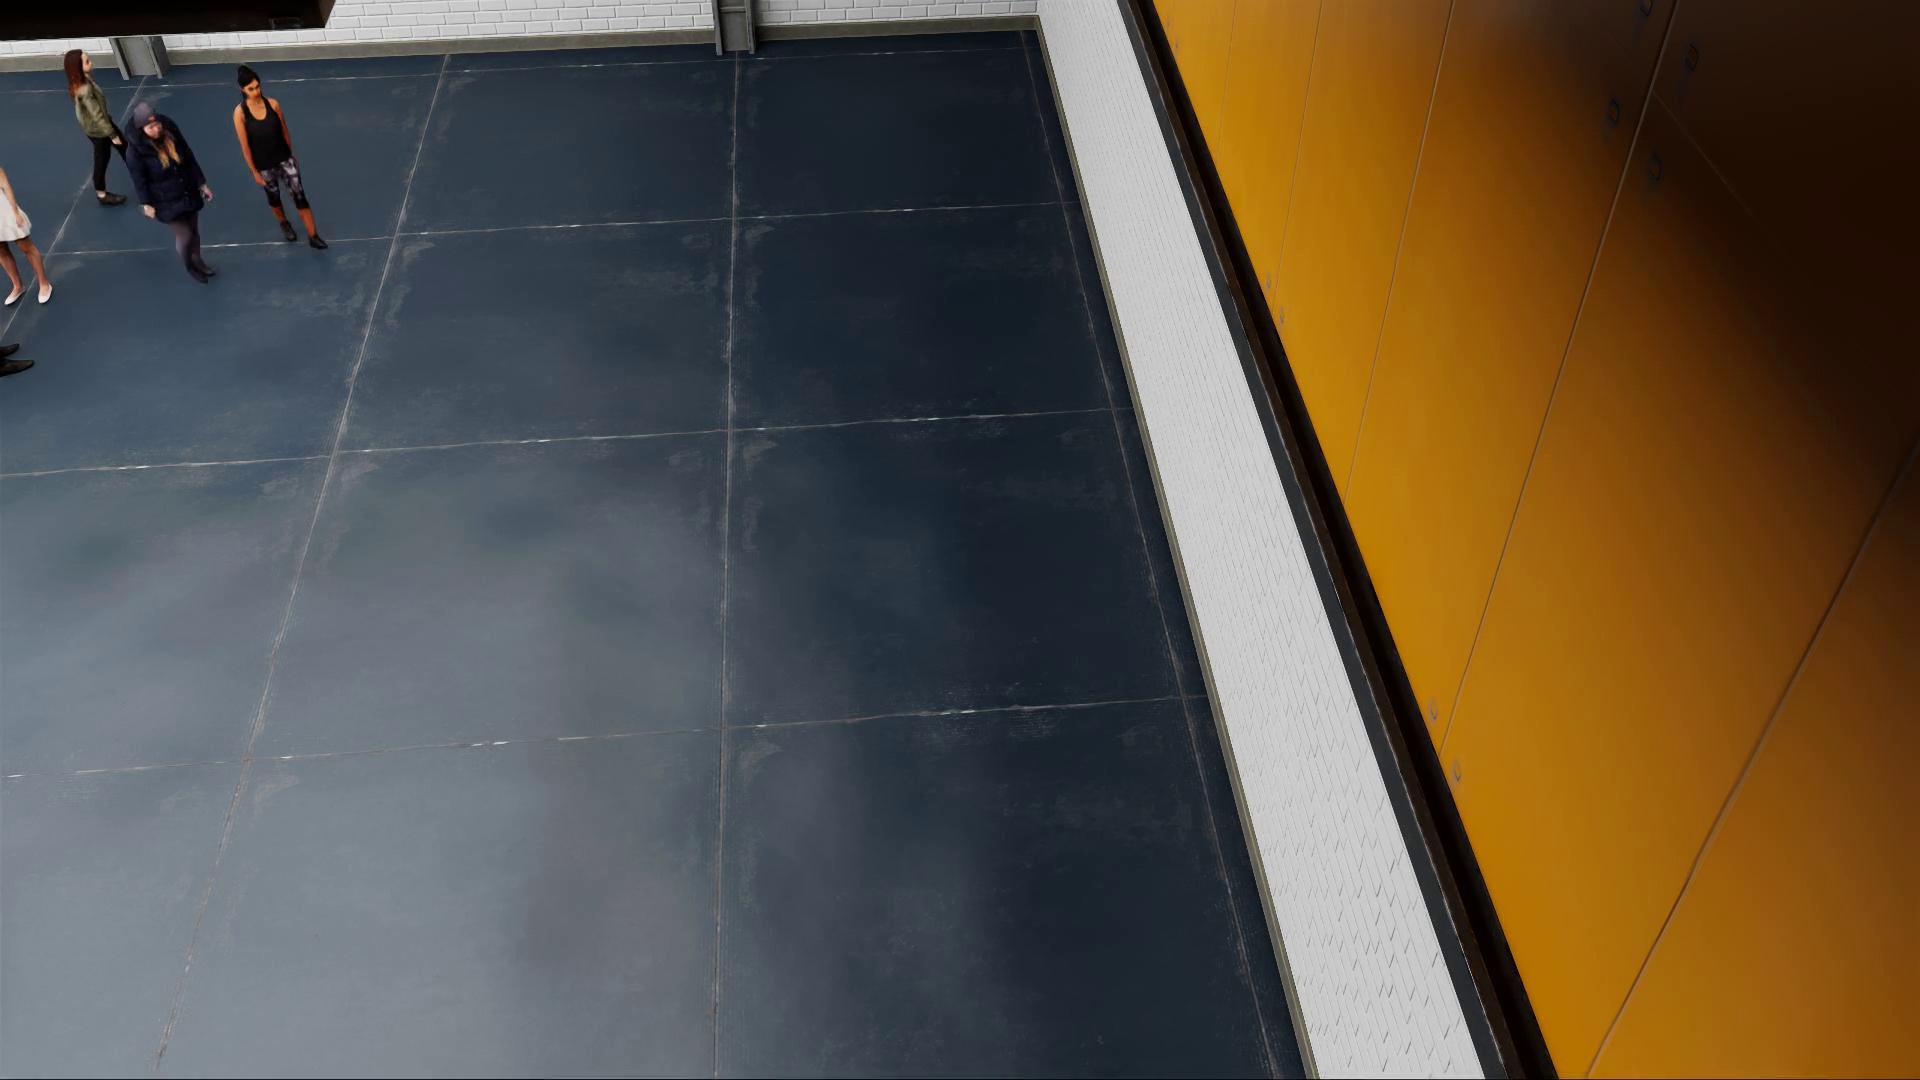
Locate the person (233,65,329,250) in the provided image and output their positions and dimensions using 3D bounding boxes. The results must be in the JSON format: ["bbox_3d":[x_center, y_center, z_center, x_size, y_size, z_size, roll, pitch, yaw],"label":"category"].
[{"bbox_3d":[-5.938,-3.289,14.243,0.969,1.646,0.956,-29,51,-27],"label":"person"}]

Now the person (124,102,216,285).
[{"bbox_3d":[-6.594,-2.907,13.830,0.841,1.662,0.802,21,48,21],"label":"person"}]

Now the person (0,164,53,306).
[{"bbox_3d":[-7.880,-2.707,13.584,0.479,1.711,0.619,-2,44,-2],"label":"person"}]

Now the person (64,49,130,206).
[{"bbox_3d":[-7.698,-3.626,14.741,0.954,1.447,0.759,-16,46,-16],"label":"person"}]
